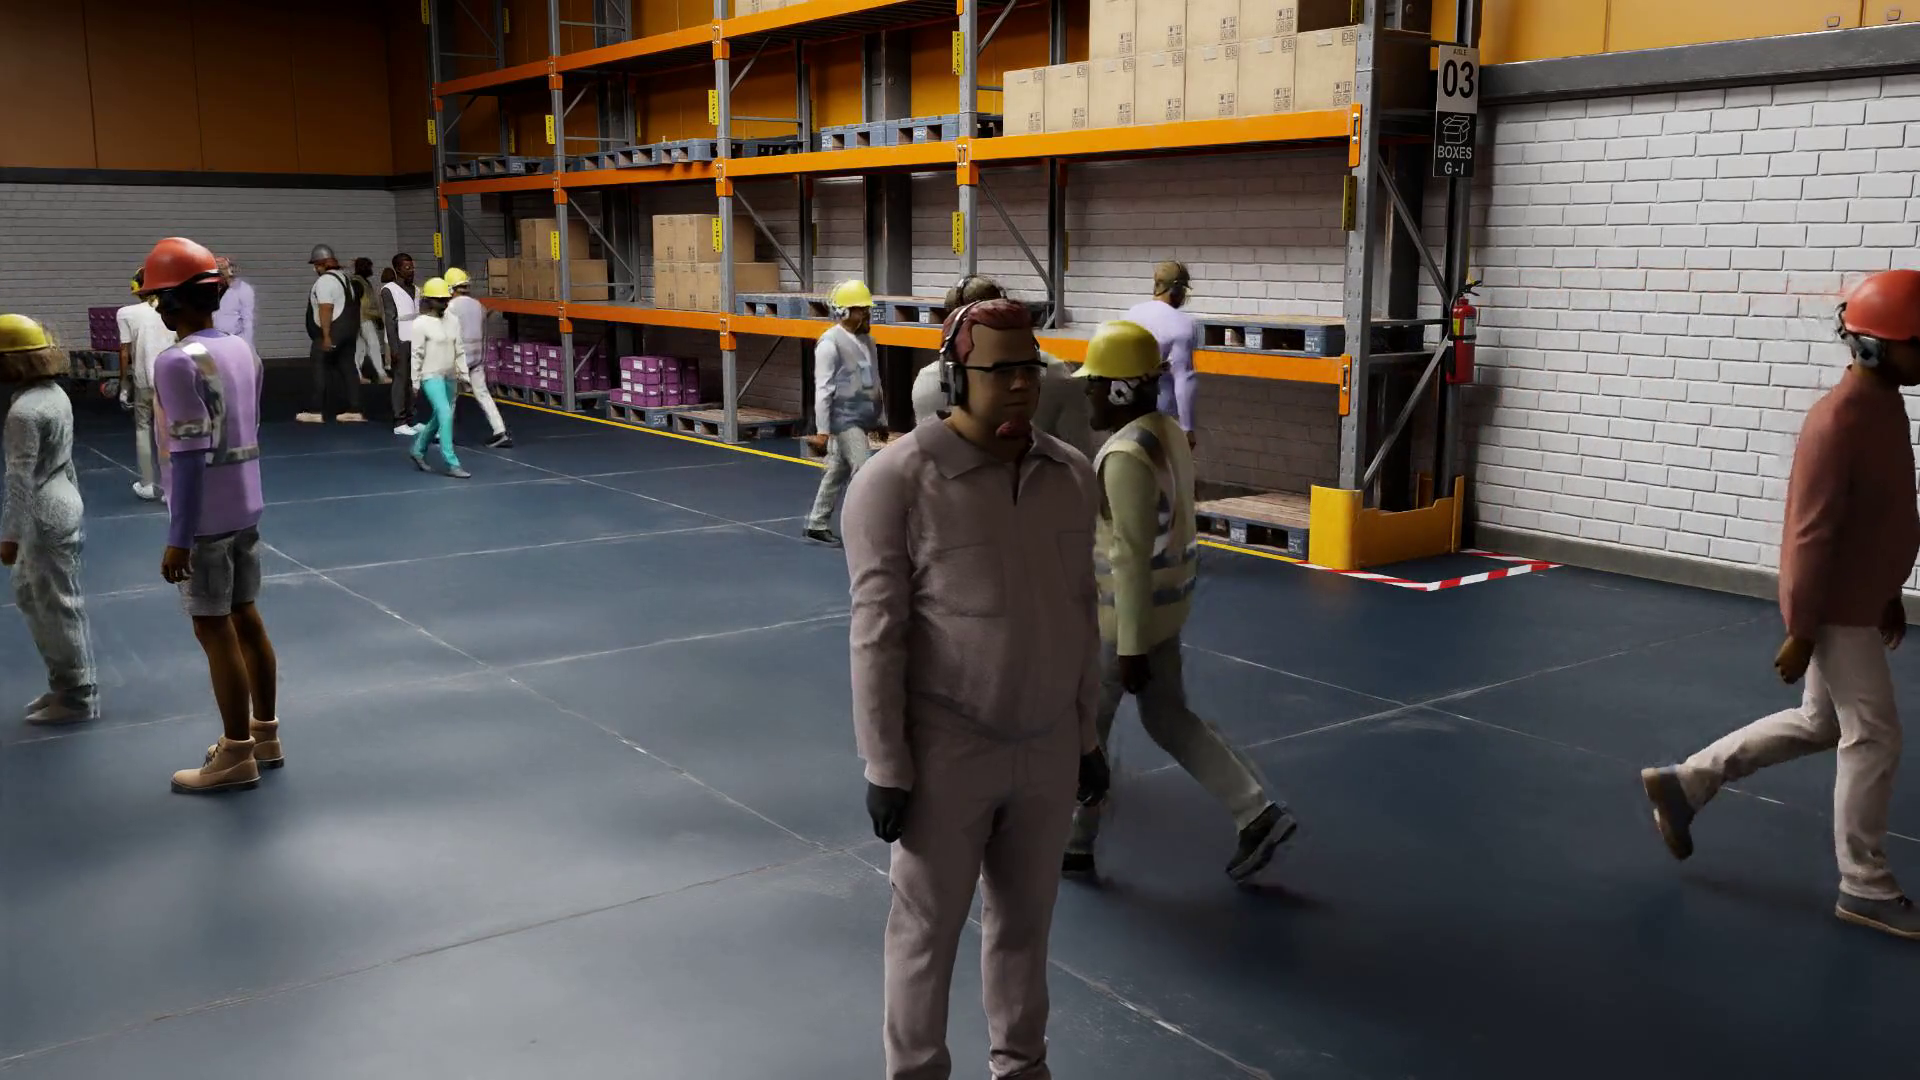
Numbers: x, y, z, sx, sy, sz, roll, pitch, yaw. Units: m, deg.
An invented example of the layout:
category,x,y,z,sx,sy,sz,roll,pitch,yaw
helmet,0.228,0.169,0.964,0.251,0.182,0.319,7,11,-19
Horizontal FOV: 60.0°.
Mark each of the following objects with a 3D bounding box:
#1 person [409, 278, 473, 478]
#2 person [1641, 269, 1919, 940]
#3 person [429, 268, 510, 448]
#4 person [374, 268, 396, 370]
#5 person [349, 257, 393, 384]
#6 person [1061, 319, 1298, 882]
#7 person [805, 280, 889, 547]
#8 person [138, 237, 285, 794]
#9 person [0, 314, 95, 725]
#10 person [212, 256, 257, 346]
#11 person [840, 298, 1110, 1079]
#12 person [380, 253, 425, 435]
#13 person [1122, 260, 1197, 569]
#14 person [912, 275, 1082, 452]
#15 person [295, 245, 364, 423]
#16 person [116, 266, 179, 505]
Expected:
category,x,y,z,sx,sy,sz,roll,pitch,yaw
person,-4.595,-1.420,14.503,0.814,1.732,0.523,5,11,25
person,2.518,0.179,4.930,0.831,1.957,0.632,7,13,36
person,-4.872,-1.792,16.443,0.926,1.792,0.611,5,11,26
person,-9.111,-3.541,26.664,0.499,1.633,0.285,-6,12,-28
person,-8.514,-3.146,23.930,0.663,1.811,0.657,-2,10,-11
person,0.624,0.218,5.182,0.850,1.804,0.611,4,11,21
person,-0.670,-0.798,10.886,0.919,1.783,0.612,5,11,24
person,-2.791,-0.084,6.155,0.382,2.040,0.615,0,10,1
person,-3.873,-0.072,6.924,0.408,1.731,0.512,-3,10,-15
person,-7.861,-2.090,17.845,0.648,1.889,0.613,3,11,18
person,0.069,0.441,3.594,0.643,1.909,0.410,-7,12,-35
person,-5.908,-2.085,17.708,0.392,1.920,0.593,2,10,13
person,1.127,-0.749,10.240,0.542,1.916,0.798,-7,12,-34
person,0.151,-0.048,6.351,0.675,1.907,0.401,-3,11,-18
person,-7.202,-2.355,18.880,0.833,2.000,0.708,1,10,8
person,-6.331,-1.214,13.037,0.565,1.838,0.868,-7,12,-35
